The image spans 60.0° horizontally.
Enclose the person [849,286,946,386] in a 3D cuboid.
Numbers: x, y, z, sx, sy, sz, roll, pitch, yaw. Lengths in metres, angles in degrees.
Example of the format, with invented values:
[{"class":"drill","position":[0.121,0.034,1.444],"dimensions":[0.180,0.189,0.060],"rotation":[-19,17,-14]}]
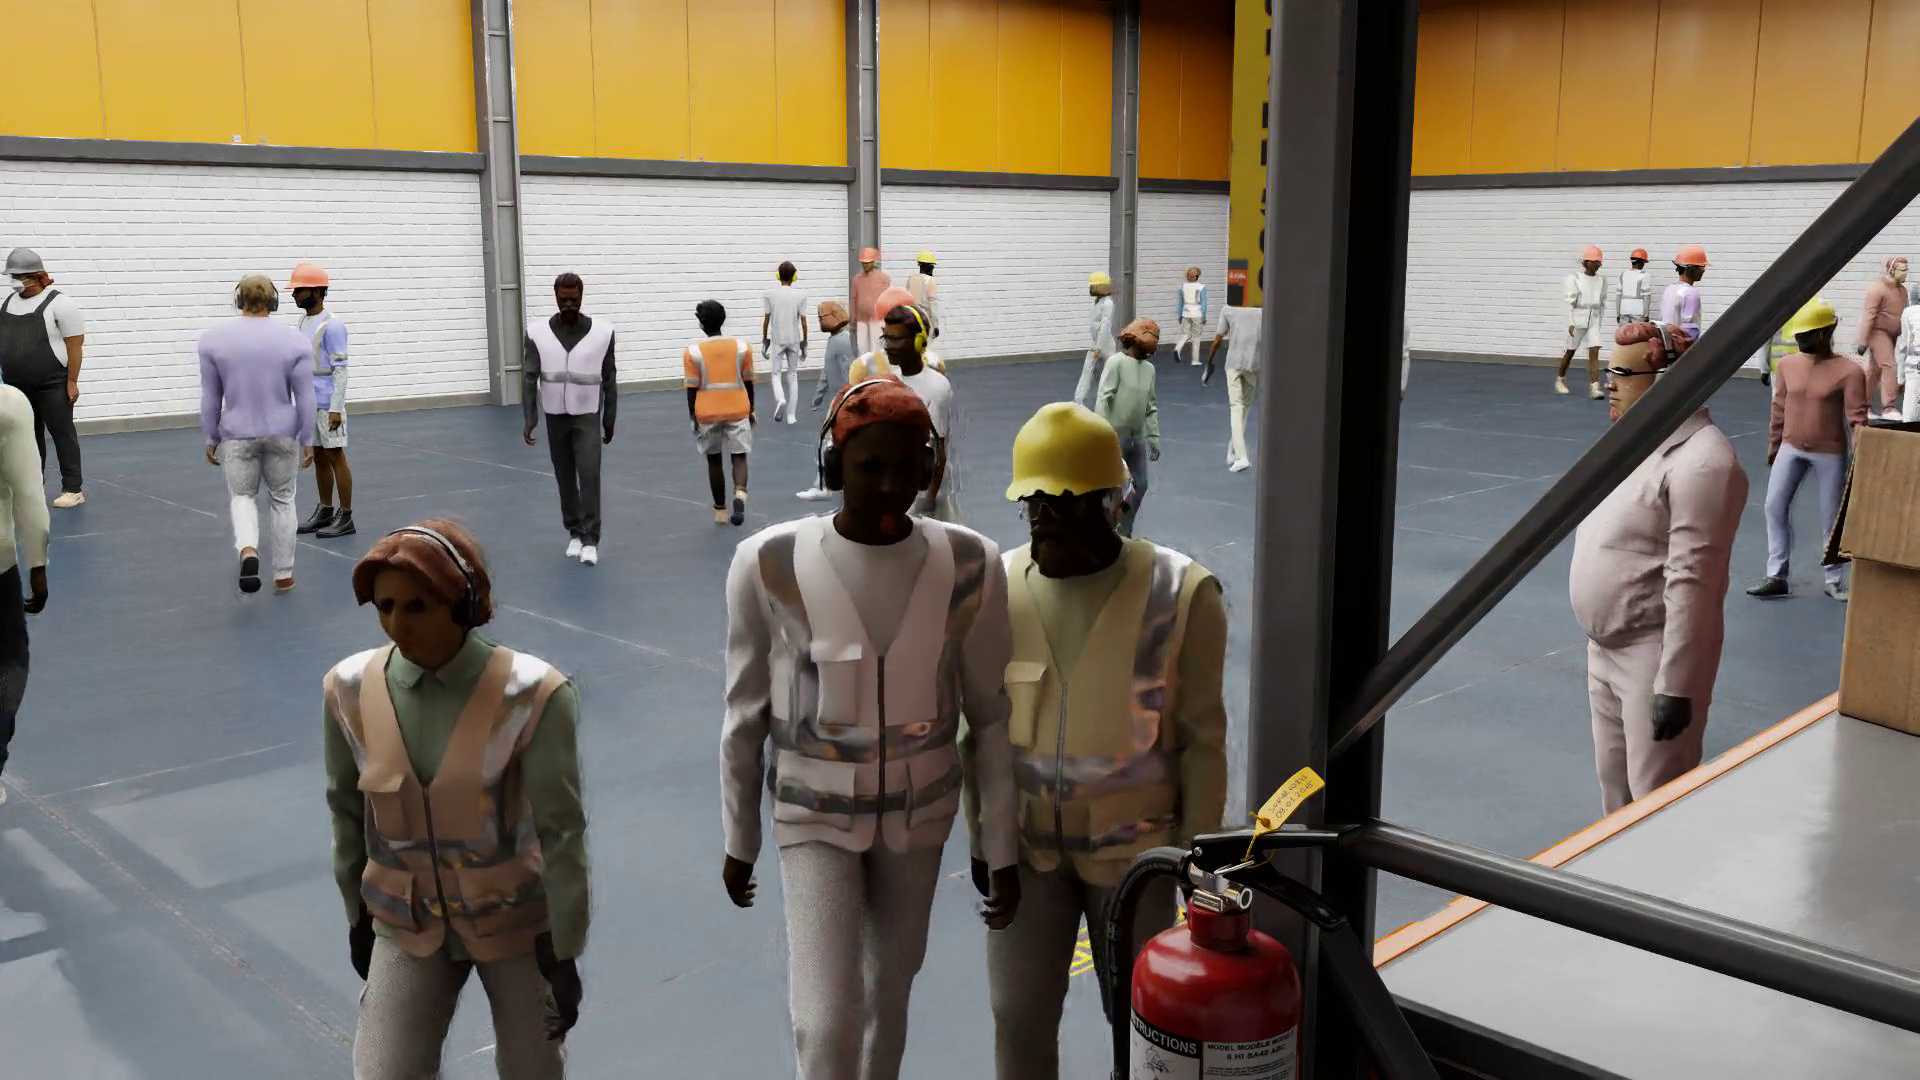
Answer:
[{"class":"person","position":[-0.339,-0.389,8.729],"dimensions":[0.558,1.882,1.000],"rotation":[-4,11,-22]}]

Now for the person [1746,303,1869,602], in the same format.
[{"class":"person","position":[4.960,-0.495,9.669],"dimensions":[0.619,1.733,0.606],"rotation":[-9,14,-40]}]

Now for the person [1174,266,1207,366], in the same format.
[{"class":"person","position":[3.774,-3.648,27.178],"dimensions":[0.518,1.626,0.526],"rotation":[9,14,40]}]

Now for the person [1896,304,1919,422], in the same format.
[{"class":"person","position":[8.451,-1.419,14.426],"dimensions":[0.586,1.848,0.956],"rotation":[10,14,43]}]

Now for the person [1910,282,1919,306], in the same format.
[{"class":"person","position":[11.687,-2.439,19.880],"dimensions":[0.651,1.905,0.729],"rotation":[10,14,42]}]

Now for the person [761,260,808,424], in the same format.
[{"class":"person","position":[-1.970,-2.214,18.739],"dimensions":[0.537,1.852,0.538],"rotation":[-1,10,-7]}]

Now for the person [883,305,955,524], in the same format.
[{"class":"person","position":[-0.217,-0.197,7.864],"dimensions":[1.006,1.808,0.518],"rotation":[-8,13,-36]}]

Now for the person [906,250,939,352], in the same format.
[{"class":"person","position":[-0.489,-2.959,22.595],"dimensions":[0.376,1.922,0.594],"rotation":[-9,14,-41]}]

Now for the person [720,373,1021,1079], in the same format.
[{"class":"person","position":[-0.148,0.614,3.259],"dimensions":[0.583,1.859,0.790],"rotation":[-3,11,-16]}]

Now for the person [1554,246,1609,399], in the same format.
[{"class":"person","position":[8.236,-2.871,21.969],"dimensions":[0.628,1.998,1.071],"rotation":[-1,10,-6]}]

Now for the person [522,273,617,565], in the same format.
[{"class":"person","position":[-2.539,-0.777,10.817],"dimensions":[0.587,1.877,0.894],"rotation":[-1,10,-5]}]

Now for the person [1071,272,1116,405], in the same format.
[{"class":"person","position":[1.578,-2.243,19.302],"dimensions":[0.882,1.697,0.506],"rotation":[-4,11,-20]}]

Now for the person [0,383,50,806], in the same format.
[{"class":"person","position":[-3.550,0.082,5.867],"dimensions":[0.623,1.976,0.625],"rotation":[-3,11,-13]}]

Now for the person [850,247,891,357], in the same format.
[{"class":"person","position":[-1.214,-3.028,22.833],"dimensions":[0.644,1.972,0.561],"rotation":[5,12,25]}]

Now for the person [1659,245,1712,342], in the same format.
[{"class":"person","position":[6.638,-1.681,15.299],"dimensions":[0.391,2.045,0.608],"rotation":[0,10,1]}]

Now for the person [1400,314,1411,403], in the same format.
[{"class":"person","position":[3.558,-1.385,14.300],"dimensions":[0.603,1.818,0.514],"rotation":[3,11,14]}]

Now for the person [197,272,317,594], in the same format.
[{"class":"person","position":[-4.087,-0.599,9.734],"dimensions":[0.643,1.918,0.595],"rotation":[-4,11,-19]}]

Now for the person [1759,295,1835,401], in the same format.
[{"class":"person","position":[7.815,-1.618,15.576],"dimensions":[0.634,1.818,0.628],"rotation":[5,12,28]}]

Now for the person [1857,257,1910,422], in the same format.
[{"class":"person","position":[10.714,-2.288,19.087],"dimensions":[0.672,1.875,0.831],"rotation":[-8,13,-38]}]

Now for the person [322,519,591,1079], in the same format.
[{"class":"person","position":[-0.936,0.763,3.110],"dimensions":[0.537,1.611,0.627],"rotation":[0,10,1]}]

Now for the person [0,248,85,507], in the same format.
[{"class":"person","position":[-7.254,-1.265,13.043],"dimensions":[0.688,2.000,0.536],"rotation":[2,11,10]}]

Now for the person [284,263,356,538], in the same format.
[{"class":"person","position":[-4.540,-0.982,11.775],"dimensions":[0.542,1.939,0.361],"rotation":[9,14,41]}]

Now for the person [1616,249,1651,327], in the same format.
[{"class":"person","position":[10.305,-3.480,25.435],"dimensions":[0.384,1.926,0.544],"rotation":[-7,13,-35]}]

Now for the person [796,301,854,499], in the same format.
[{"class":"person","position":[-1.034,-1.123,13.460],"dimensions":[0.764,1.599,0.513],"rotation":[-1,10,-8]}]

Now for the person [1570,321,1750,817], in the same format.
[{"class":"person","position":[1.932,0.331,4.747],"dimensions":[0.400,1.900,0.636],"rotation":[0,10,-2]}]

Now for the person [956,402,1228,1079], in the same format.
[{"class":"person","position":[0.275,0.607,3.506],"dimensions":[0.606,1.803,0.733],"rotation":[4,11,21]}]

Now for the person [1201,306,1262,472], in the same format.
[{"class":"person","position":[2.551,-1.538,15.214],"dimensions":[0.634,1.809,0.996],"rotation":[1,10,4]}]

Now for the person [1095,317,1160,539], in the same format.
[{"class":"person","position":[1.075,-0.644,10.851],"dimensions":[0.596,1.611,0.307],"rotation":[-10,14,-42]}]

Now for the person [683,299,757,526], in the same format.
[{"class":"person","position":[-1.716,-0.898,12.021],"dimensions":[0.538,1.677,0.613],"rotation":[-3,11,-14]}]
